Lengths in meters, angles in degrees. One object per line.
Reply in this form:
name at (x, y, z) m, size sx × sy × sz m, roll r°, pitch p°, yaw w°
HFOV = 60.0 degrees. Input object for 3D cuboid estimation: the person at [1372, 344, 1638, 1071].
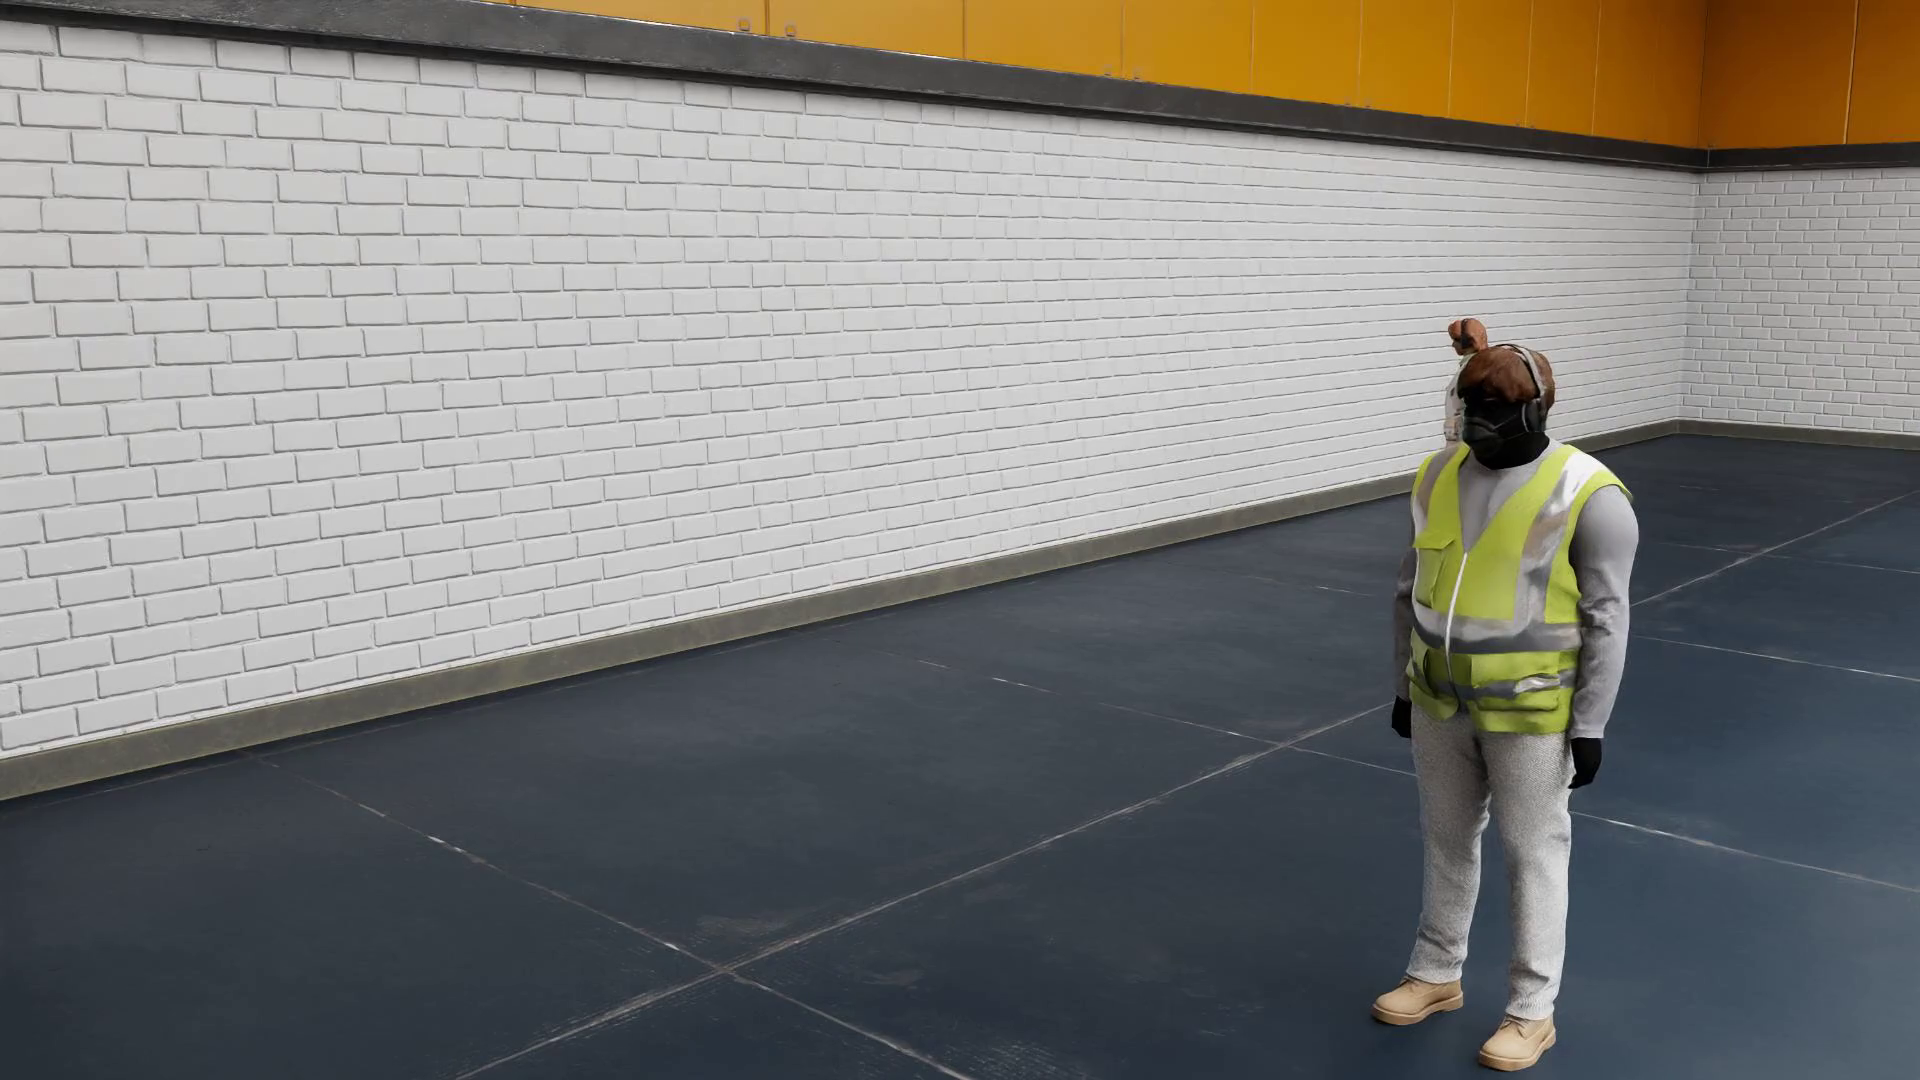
person at (1.361, 0.421, 4.258) m, size 0.429 × 1.839 × 0.634 m, roll -8°, pitch 13°, yaw -38°

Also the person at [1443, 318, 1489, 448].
person at (3.225, -0.590, 10.583) m, size 0.311 × 1.639 × 0.513 m, roll 4°, pitch 11°, yaw 23°
